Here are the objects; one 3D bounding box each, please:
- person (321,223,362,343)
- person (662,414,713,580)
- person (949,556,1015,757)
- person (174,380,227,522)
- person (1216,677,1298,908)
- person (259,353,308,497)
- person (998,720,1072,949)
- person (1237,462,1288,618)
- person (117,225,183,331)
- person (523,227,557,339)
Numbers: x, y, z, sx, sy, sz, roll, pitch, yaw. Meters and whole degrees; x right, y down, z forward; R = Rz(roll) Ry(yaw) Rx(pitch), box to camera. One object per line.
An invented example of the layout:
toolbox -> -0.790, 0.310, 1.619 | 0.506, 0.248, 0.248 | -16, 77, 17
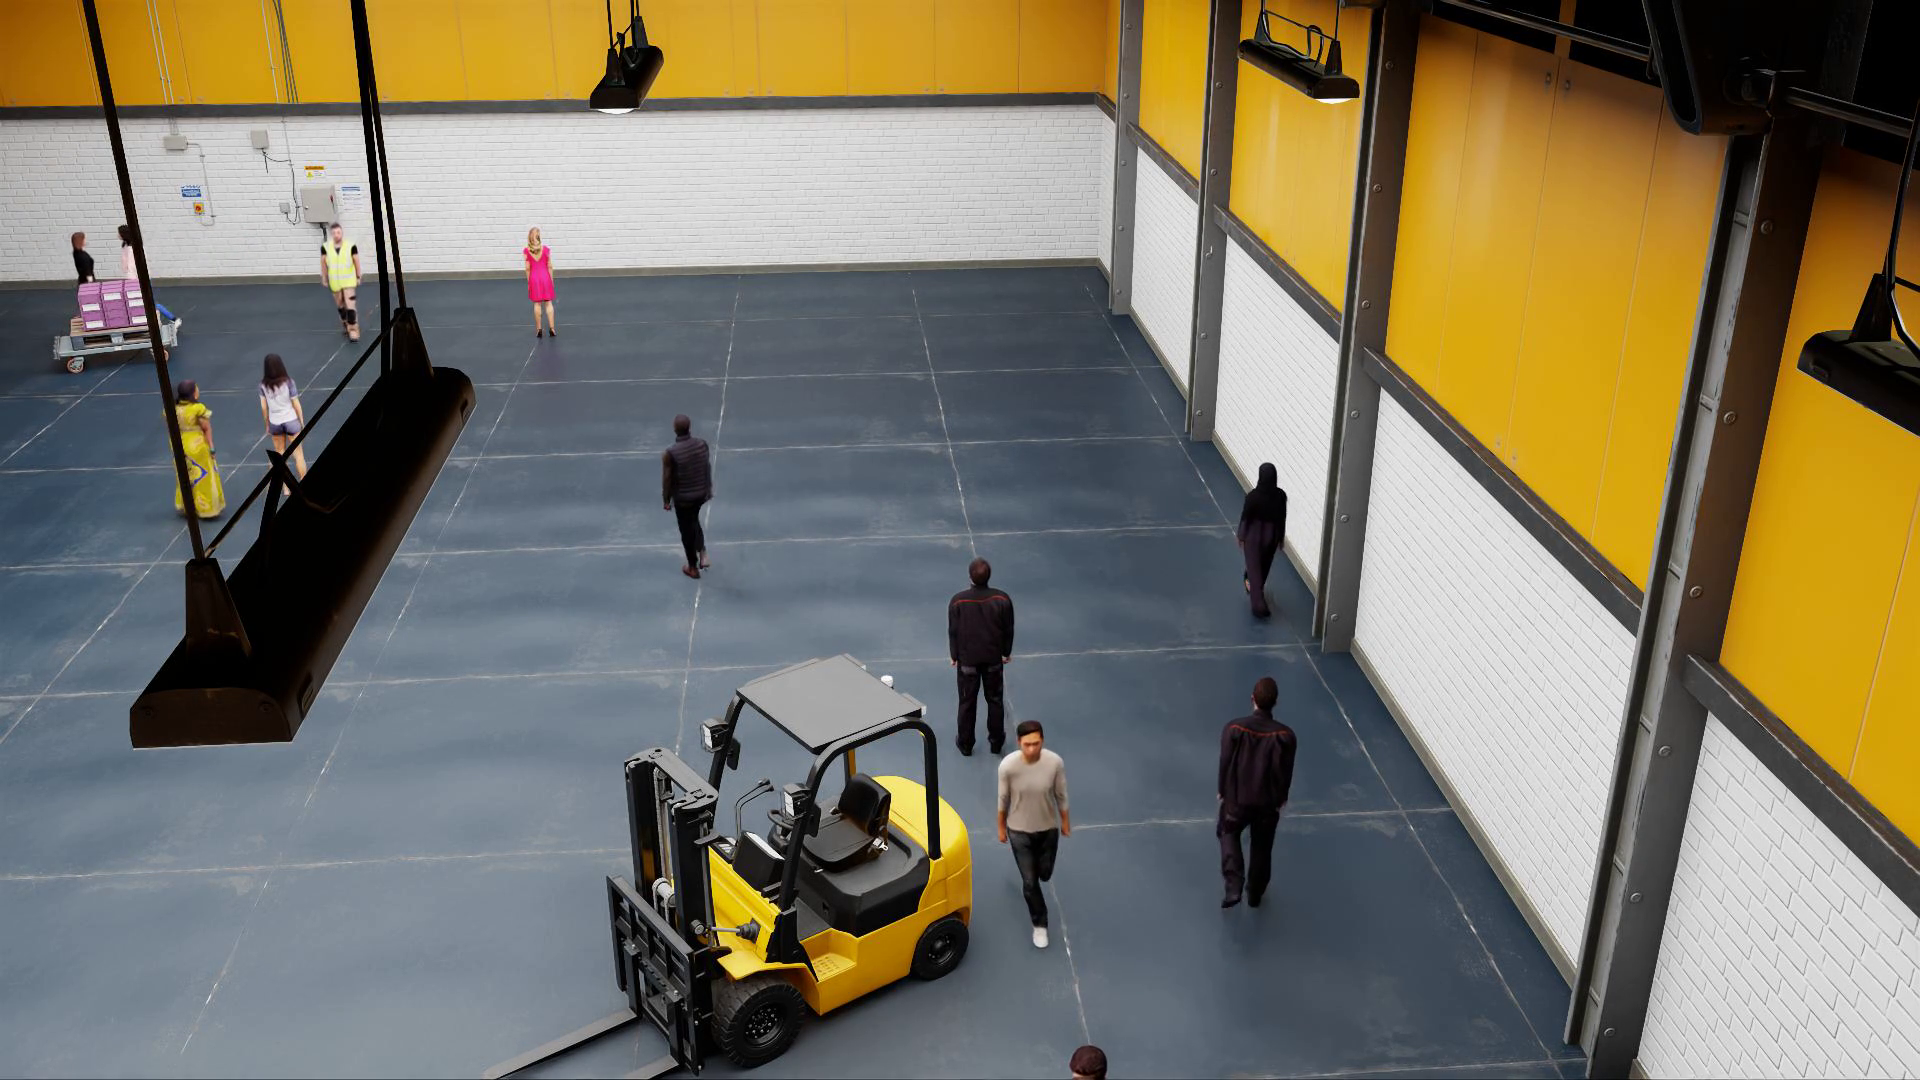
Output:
person -> -9.501, -3.971, 25.582 | 0.731, 1.802, 1.157 | -4, 24, -8
person -> -2.802, -0.433, 17.455 | 0.848, 1.829, 0.879 | -19, 30, -36
person -> 0.173, 0.991, 14.186 | 0.712, 1.838, 0.552 | -3, 24, -6
person -> -8.762, -1.012, 19.019 | 0.963, 1.637, 0.922 | 6, 24, 14
person -> 2.115, 1.897, 12.039 | 0.809, 1.897, 0.952 | 3, 24, 8
person -> -8.018, -1.374, 19.729 | 0.593, 1.732, 0.494 | -3, 24, -7
person -> 0.502, 2.011, 11.924 | 0.681, 1.780, 0.948 | -2, 24, -5
person -> 3.052, 0.004, 16.733 | 0.670, 1.606, 1.079 | -4, 24, -9
person -> -12.603, -3.974, 25.679 | 1.036, 1.731, 1.192 | -14, 27, -29
person -> -6.490, -3.986, 25.709 | 0.578, 1.728, 0.550 | -4, 24, -8
